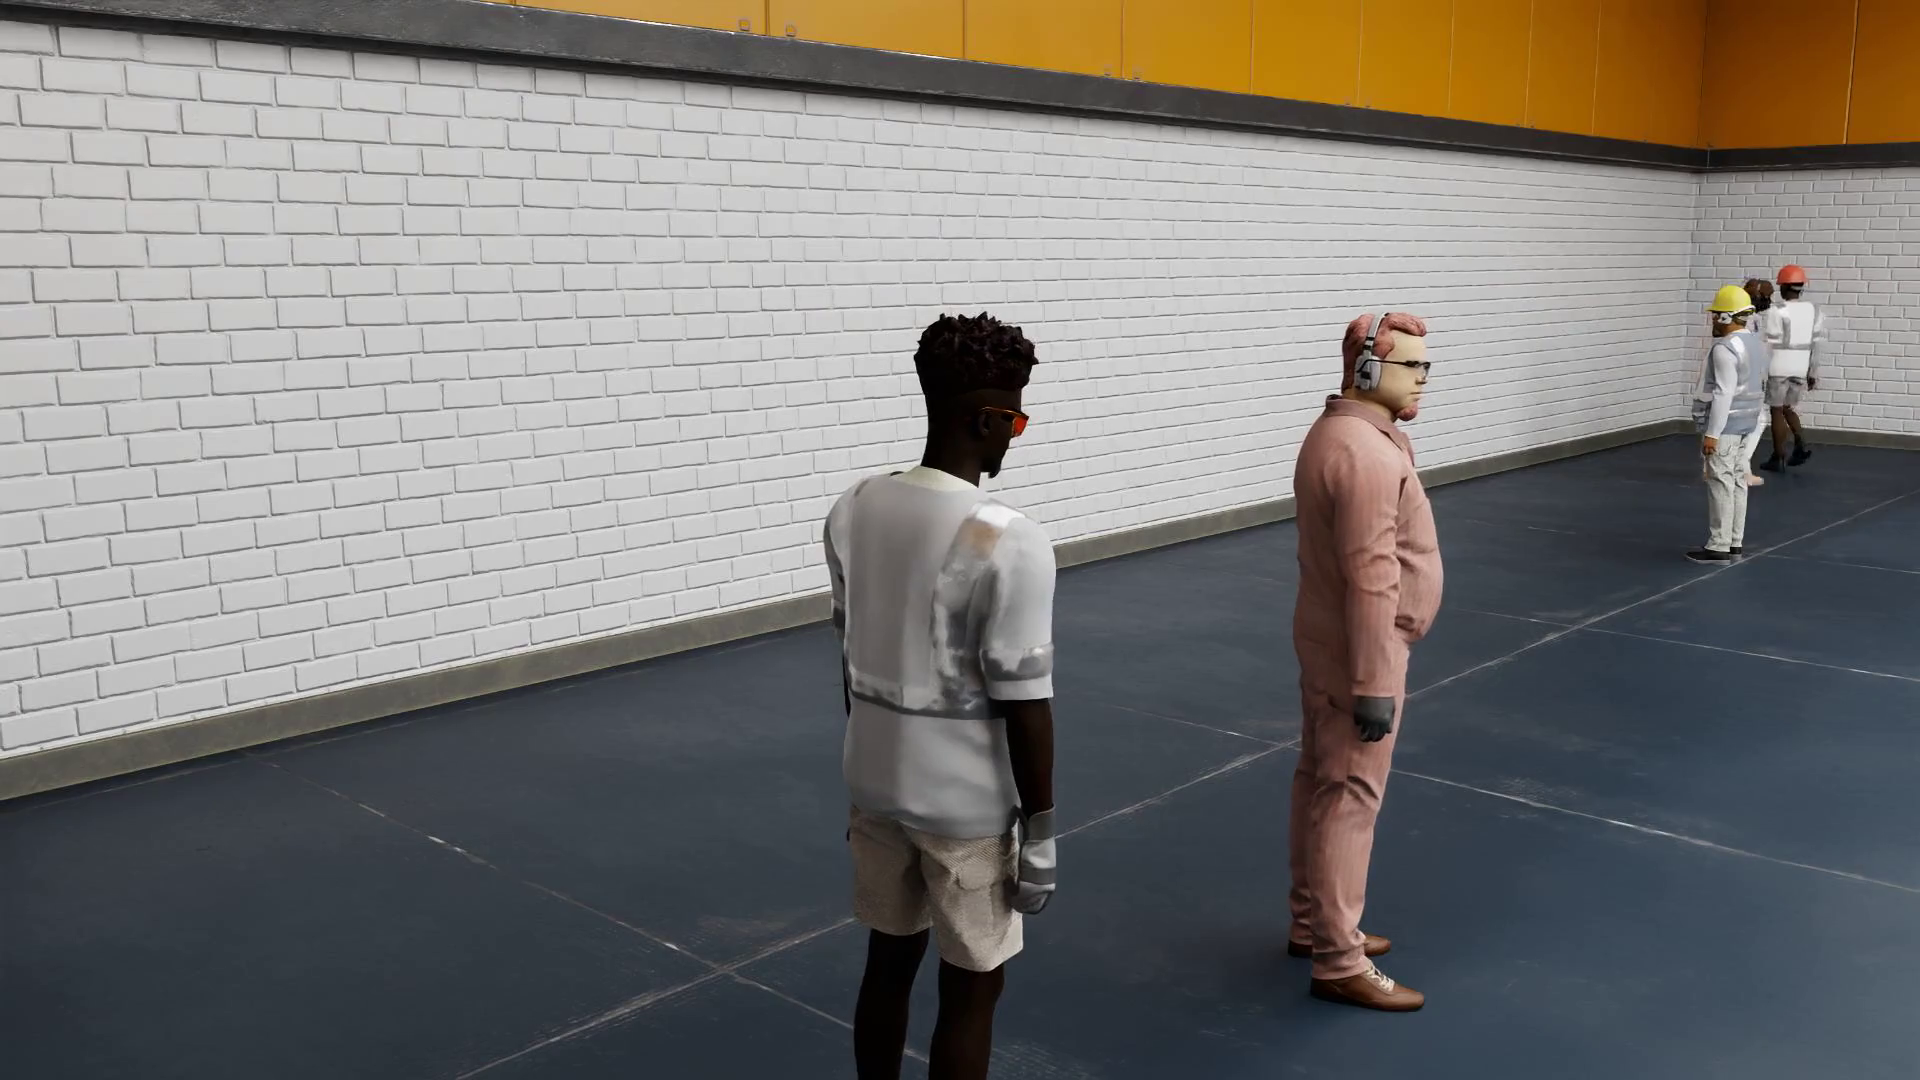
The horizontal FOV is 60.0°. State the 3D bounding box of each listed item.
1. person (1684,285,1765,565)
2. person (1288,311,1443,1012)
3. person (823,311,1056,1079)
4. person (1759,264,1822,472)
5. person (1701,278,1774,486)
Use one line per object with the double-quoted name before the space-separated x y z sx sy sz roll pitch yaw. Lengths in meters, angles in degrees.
"person" 5.036 -0.752 10.958 0.404 1.830 0.599 9 14 43
"person" 1.129 0.324 4.631 0.399 1.905 0.642 1 10 3
"person" -0.022 0.511 3.443 0.387 1.952 0.611 -9 14 -43
"person" 7.637 -1.572 15.358 0.562 1.923 0.441 -3 10 -14
"person" 6.887 -1.380 14.611 0.639 1.810 0.630 3 10 15
